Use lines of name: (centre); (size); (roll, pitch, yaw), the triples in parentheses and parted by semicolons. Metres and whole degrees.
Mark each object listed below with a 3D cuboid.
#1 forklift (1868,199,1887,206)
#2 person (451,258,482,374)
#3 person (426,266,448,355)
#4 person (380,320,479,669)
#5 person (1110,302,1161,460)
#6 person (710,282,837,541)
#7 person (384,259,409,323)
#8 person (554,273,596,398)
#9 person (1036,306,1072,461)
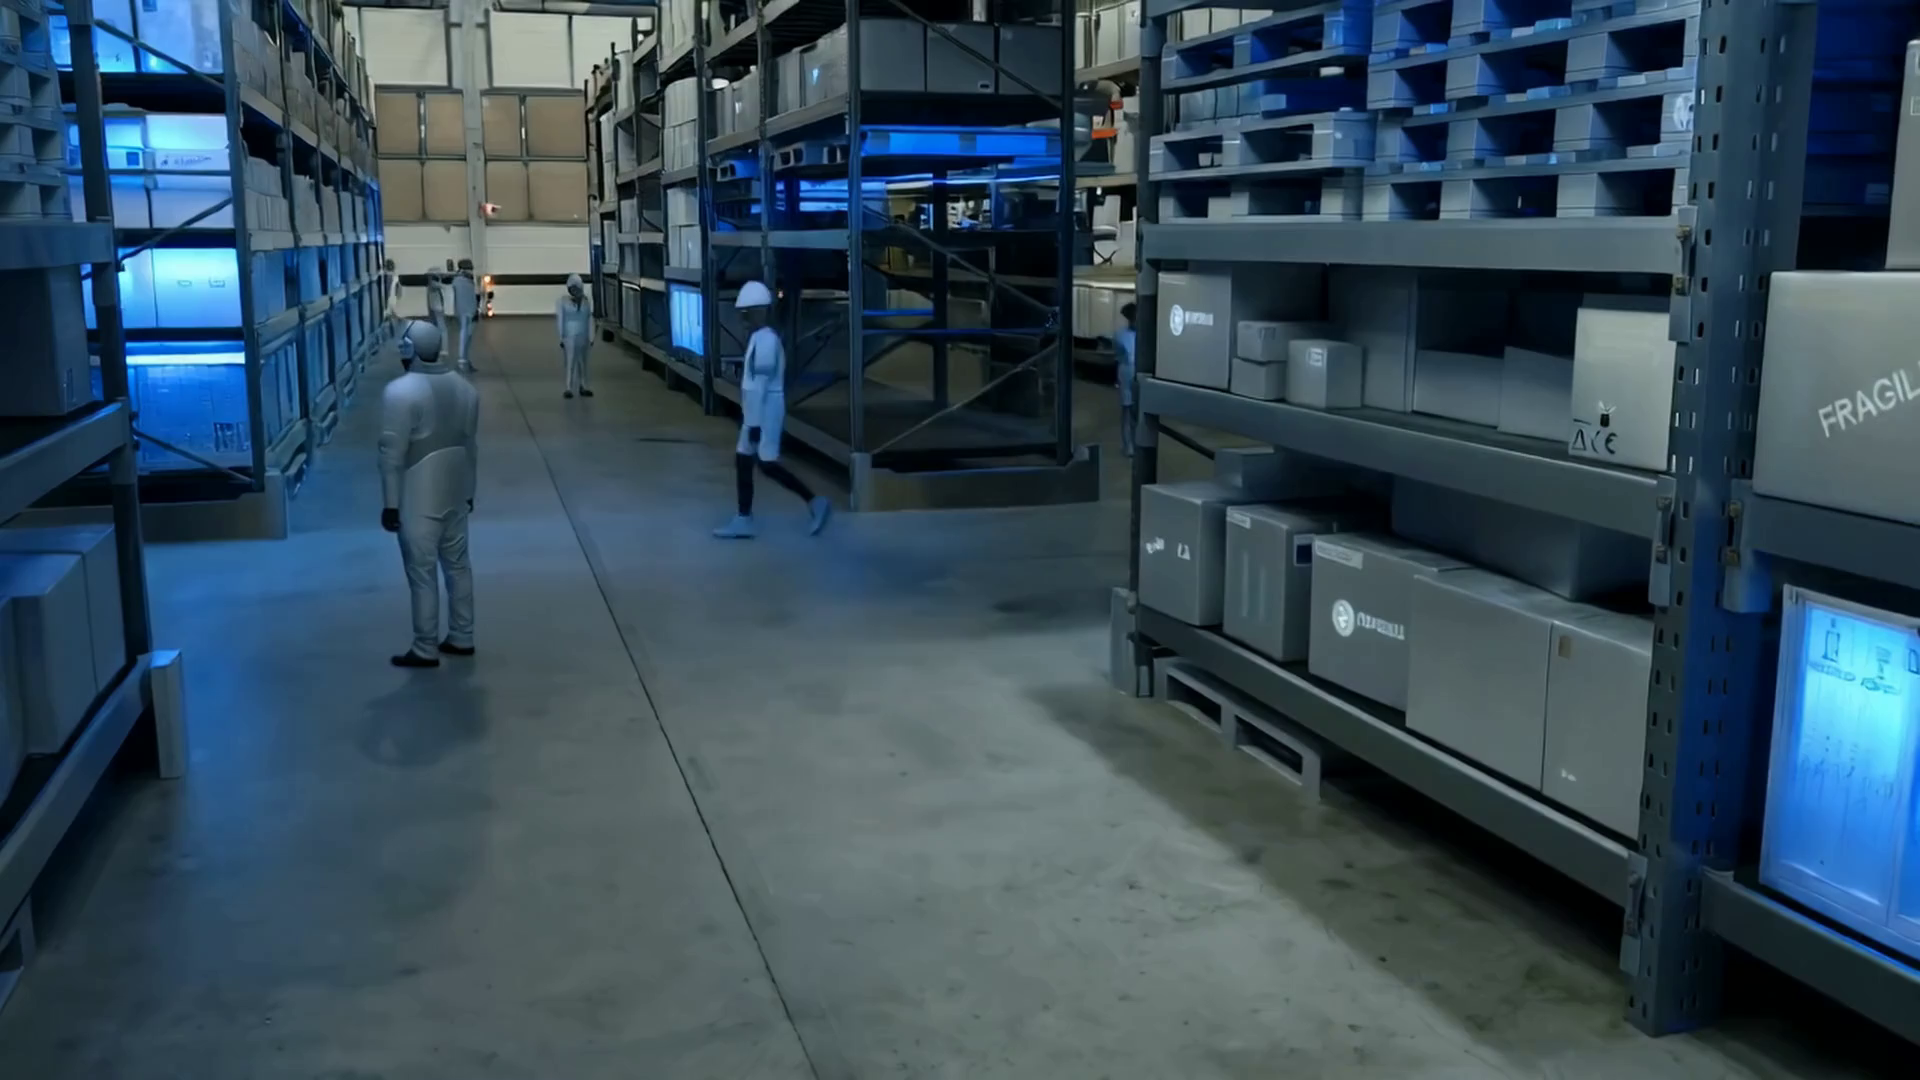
forklift: (11.338, -2.915, 21.052); (1.129, 2.768, 1.873); (-3, 11, -17)
person: (-8.522, -3.868, 28.731); (0.394, 1.985, 0.611); (2, 11, 11)
person: (-10.423, -4.553, 33.083); (0.523, 1.769, 0.315); (6, 12, 30)
person: (-2.931, -0.252, 9.155); (0.400, 1.901, 0.645); (5, 11, 25)
person: (1.855, -1.657, 17.464); (0.553, 1.661, 0.756); (-3, 11, -14)
person: (-1.452, -0.981, 12.838); (0.893, 2.018, 0.608); (-3, 11, -14)
person: (-13.694, -5.891, 40.254); (0.712, 1.826, 0.634); (-4, 11, -19)
person: (-5.622, -2.988, 24.351); (0.595, 1.826, 0.403); (-9, 14, -41)
person: (0.993, -1.652, 17.577); (0.288, 1.626, 0.497); (-7, 13, -34)
